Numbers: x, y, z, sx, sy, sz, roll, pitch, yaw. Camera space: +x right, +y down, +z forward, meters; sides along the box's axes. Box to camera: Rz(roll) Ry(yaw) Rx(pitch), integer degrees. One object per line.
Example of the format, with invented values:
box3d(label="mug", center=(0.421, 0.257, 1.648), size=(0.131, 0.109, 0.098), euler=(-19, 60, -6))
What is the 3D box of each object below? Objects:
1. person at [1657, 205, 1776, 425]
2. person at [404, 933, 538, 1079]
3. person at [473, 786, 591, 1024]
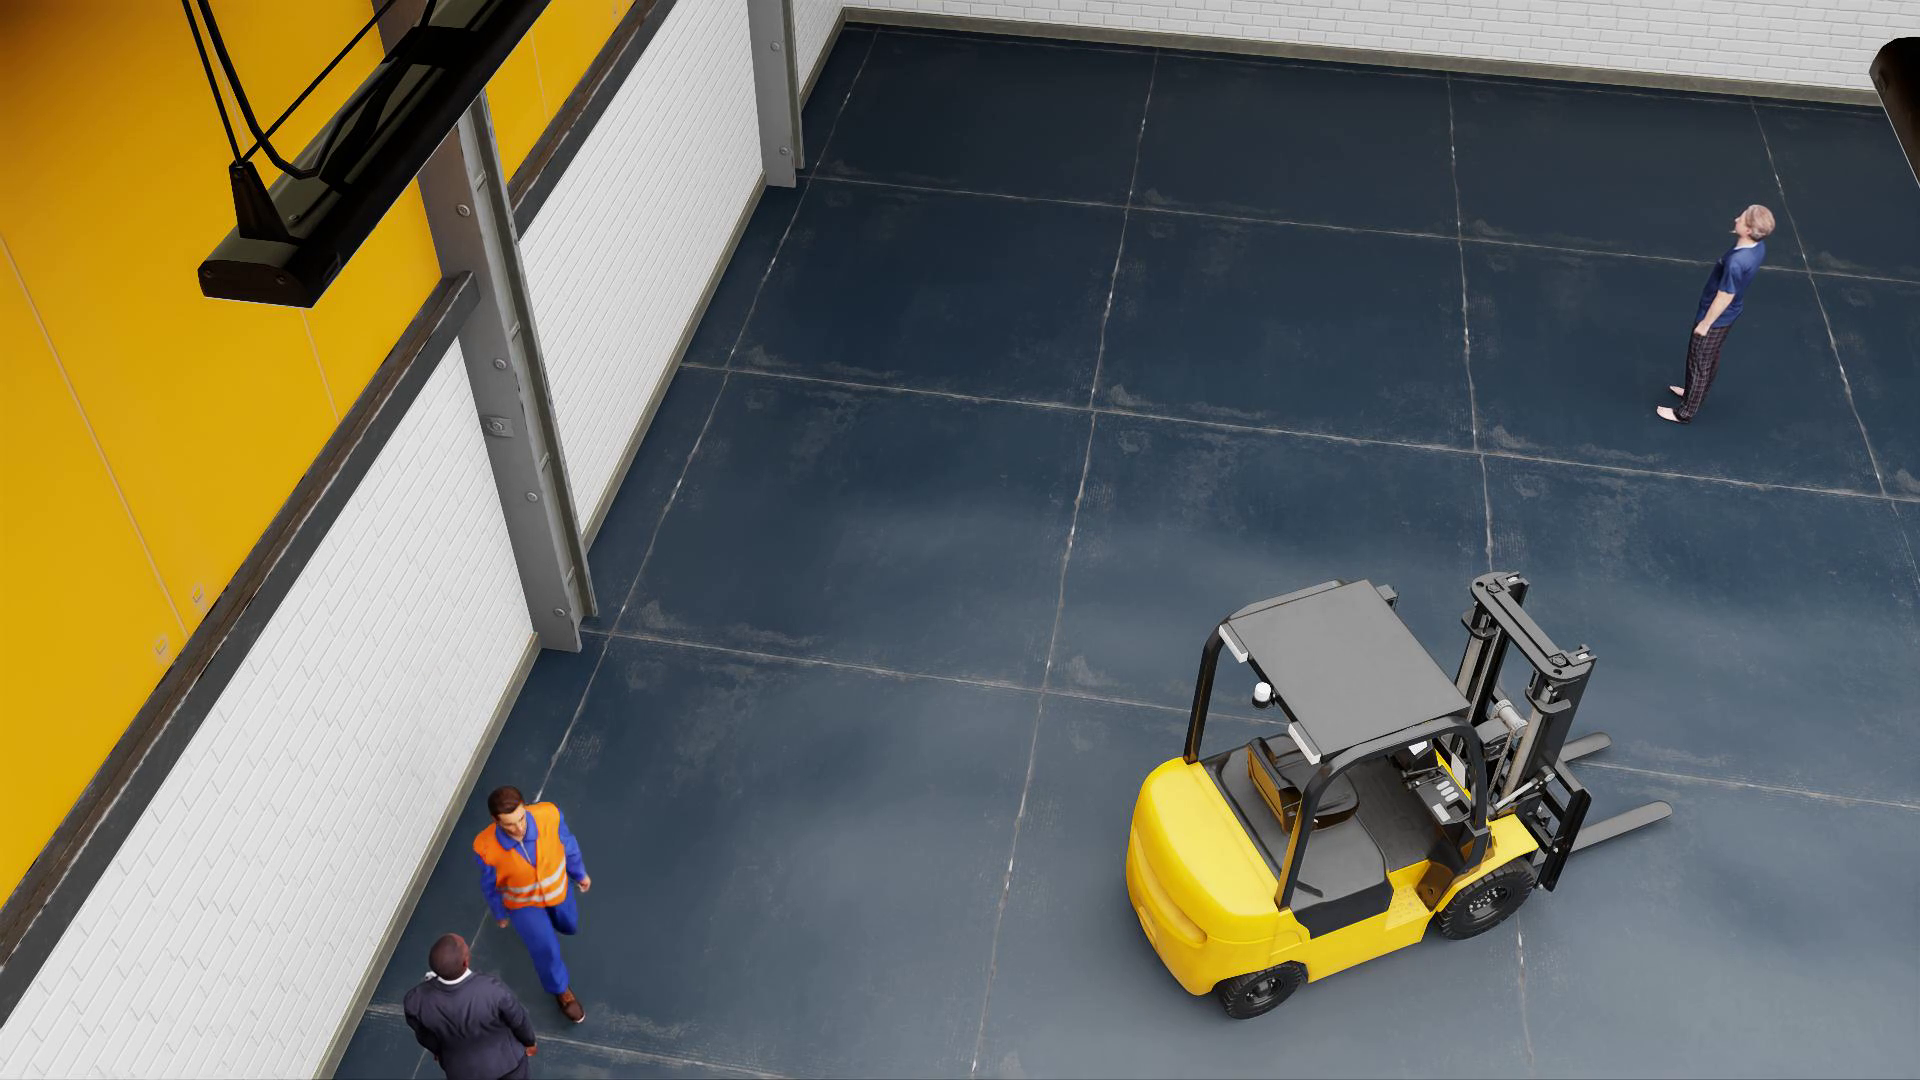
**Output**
box3d(label="person", center=(5.737, -1.713, 12.569), size=(0.799, 1.872, 0.660), euler=(28, 50, 26))
box3d(label="person", center=(-2.345, 2.503, 8.179), size=(0.756, 1.824, 0.709), euler=(-4, 44, -5))
box3d(label="person", center=(-2.289, 1.830, 8.871), size=(1.063, 1.843, 1.094), euler=(-25, 49, -24))
